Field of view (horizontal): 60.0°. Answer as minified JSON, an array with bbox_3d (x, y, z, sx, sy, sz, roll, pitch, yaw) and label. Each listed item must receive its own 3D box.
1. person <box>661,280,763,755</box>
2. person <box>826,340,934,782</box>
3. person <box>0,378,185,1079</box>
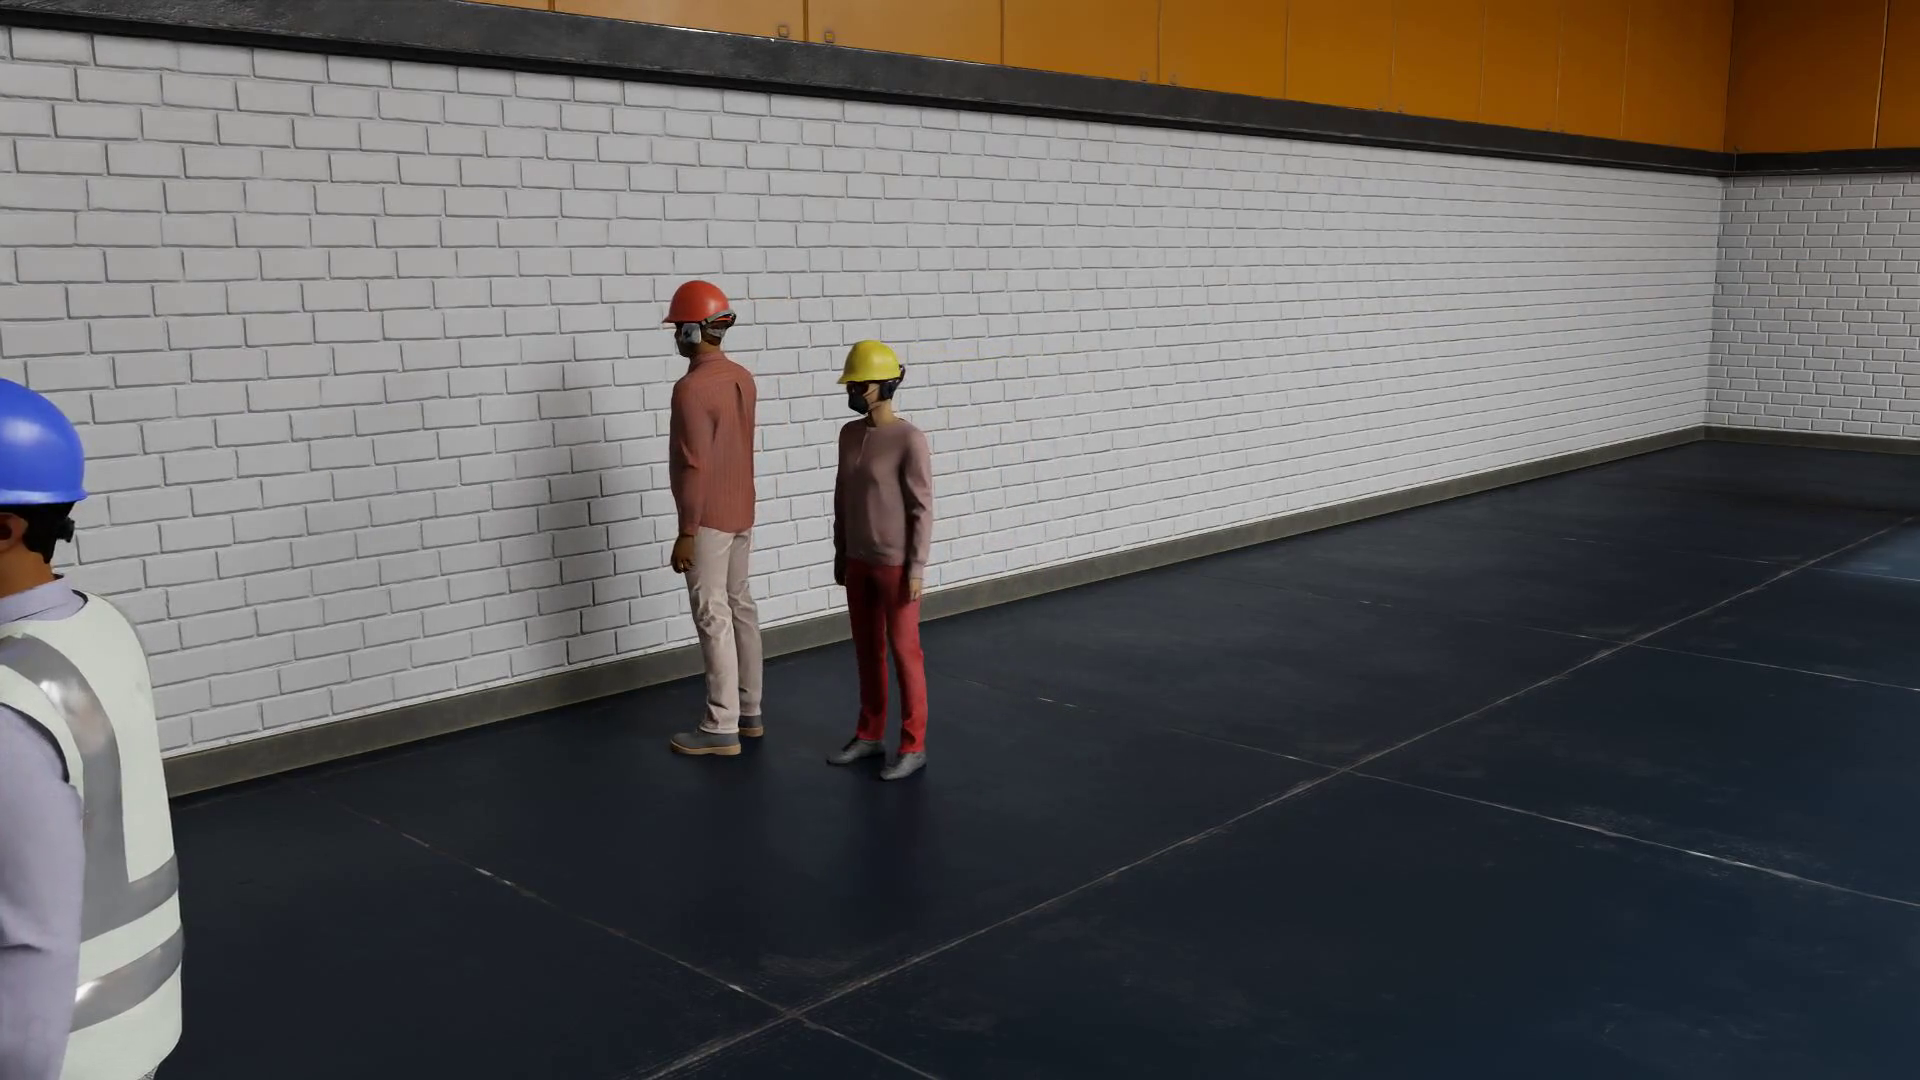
[{"bbox_3d":[-1.059,-0.091,7.029,0.397,1.992,0.623,3,10,16],"label":"person"},{"bbox_3d":[-0.335,0.084,6.686,0.326,1.767,0.533,-9,14,-43],"label":"person"},{"bbox_3d":[-1.349,0.729,2.481,0.375,1.950,0.615,-3,10,-17],"label":"person"}]
